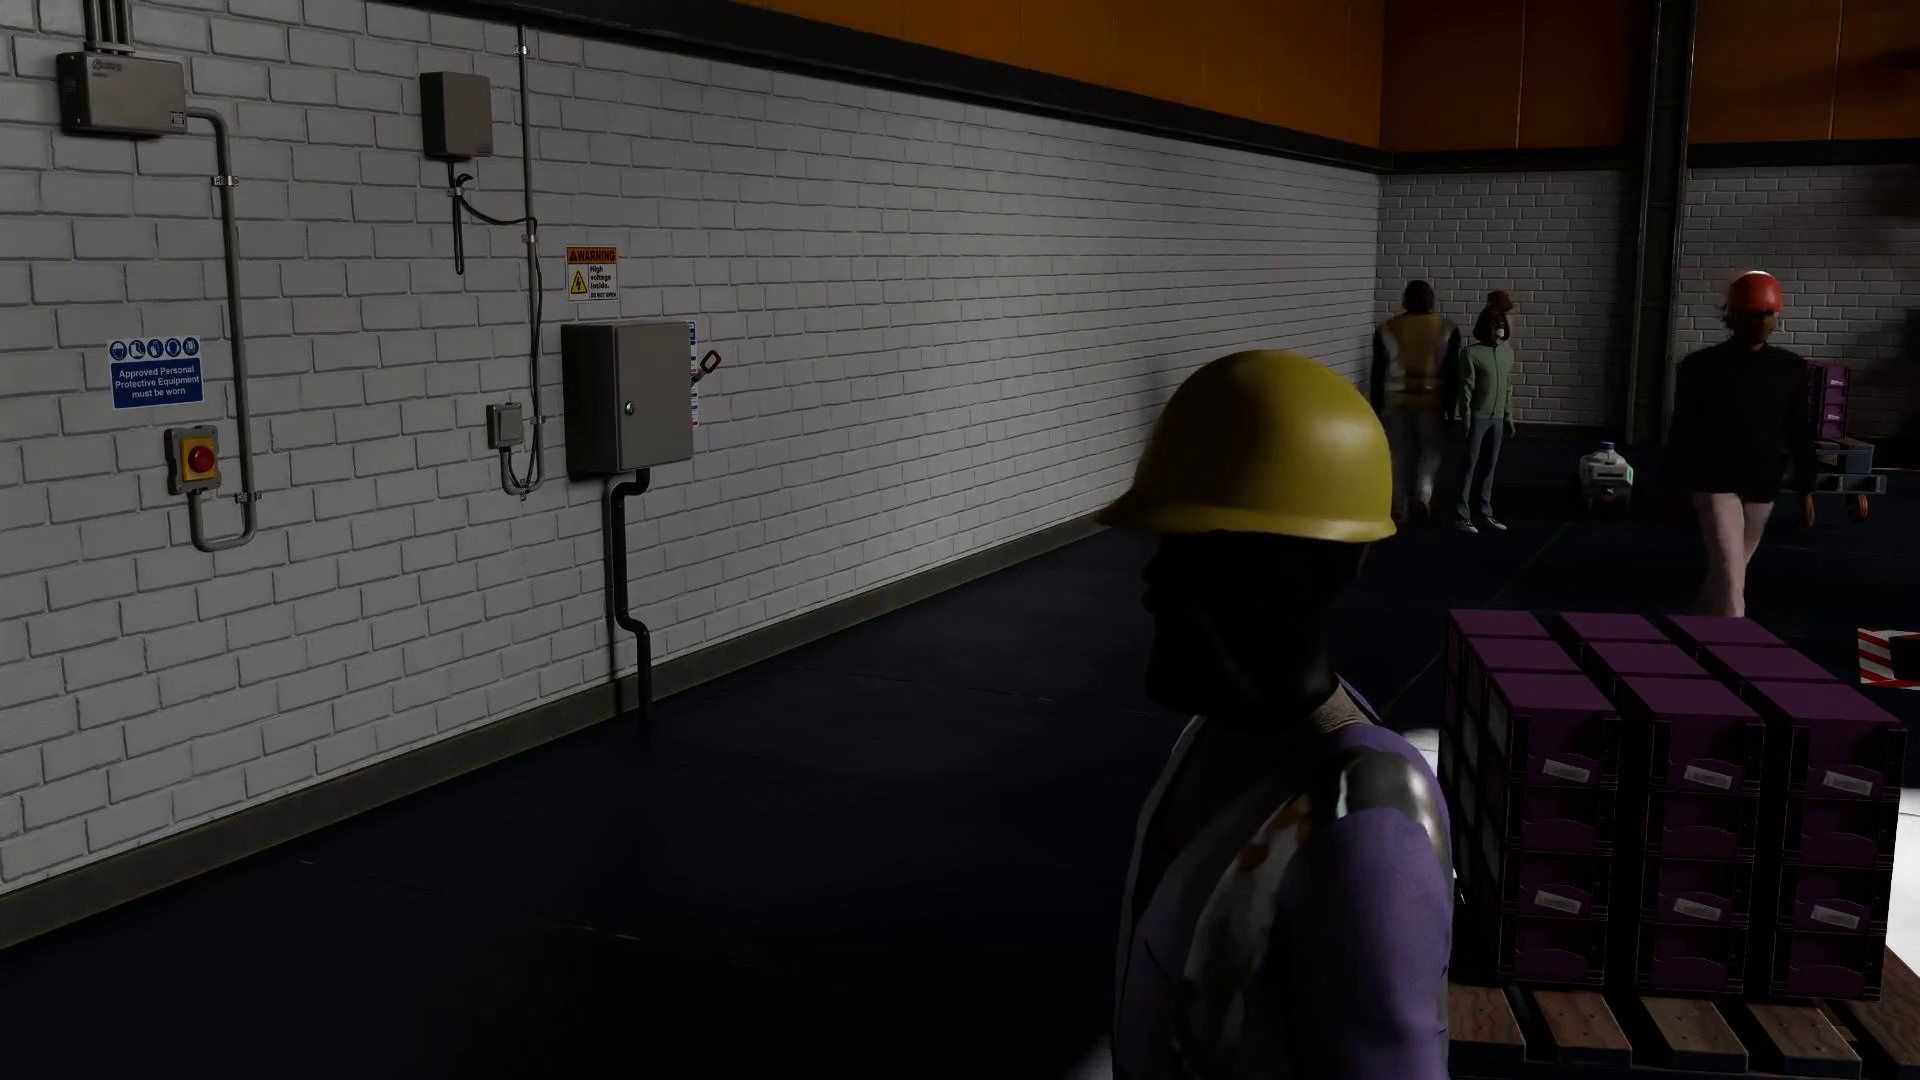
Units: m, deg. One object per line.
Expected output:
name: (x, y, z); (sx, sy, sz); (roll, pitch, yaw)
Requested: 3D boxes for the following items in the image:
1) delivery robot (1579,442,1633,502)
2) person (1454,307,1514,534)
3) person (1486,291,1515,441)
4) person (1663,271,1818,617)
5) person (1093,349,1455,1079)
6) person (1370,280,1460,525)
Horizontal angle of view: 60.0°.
delivery robot: (5.008, -0.518, 12.902); (0.477, 0.478, 0.707); (3, 10, 15)
person: (3.818, -0.868, 12.077); (0.498, 1.634, 0.280); (-5, 11, -29)
person: (5.709, -1.830, 17.681); (0.419, 1.626, 0.506); (6, 12, 32)
person: (3.611, -0.268, 7.718); (0.633, 1.947, 1.015); (0, 10, -1)
person: (0.298, 0.771, 1.727); (0.352, 1.930, 0.594); (-1, 10, -4)
person: (3.358, -1.006, 12.315); (0.650, 1.825, 0.446); (3, 10, 18)
